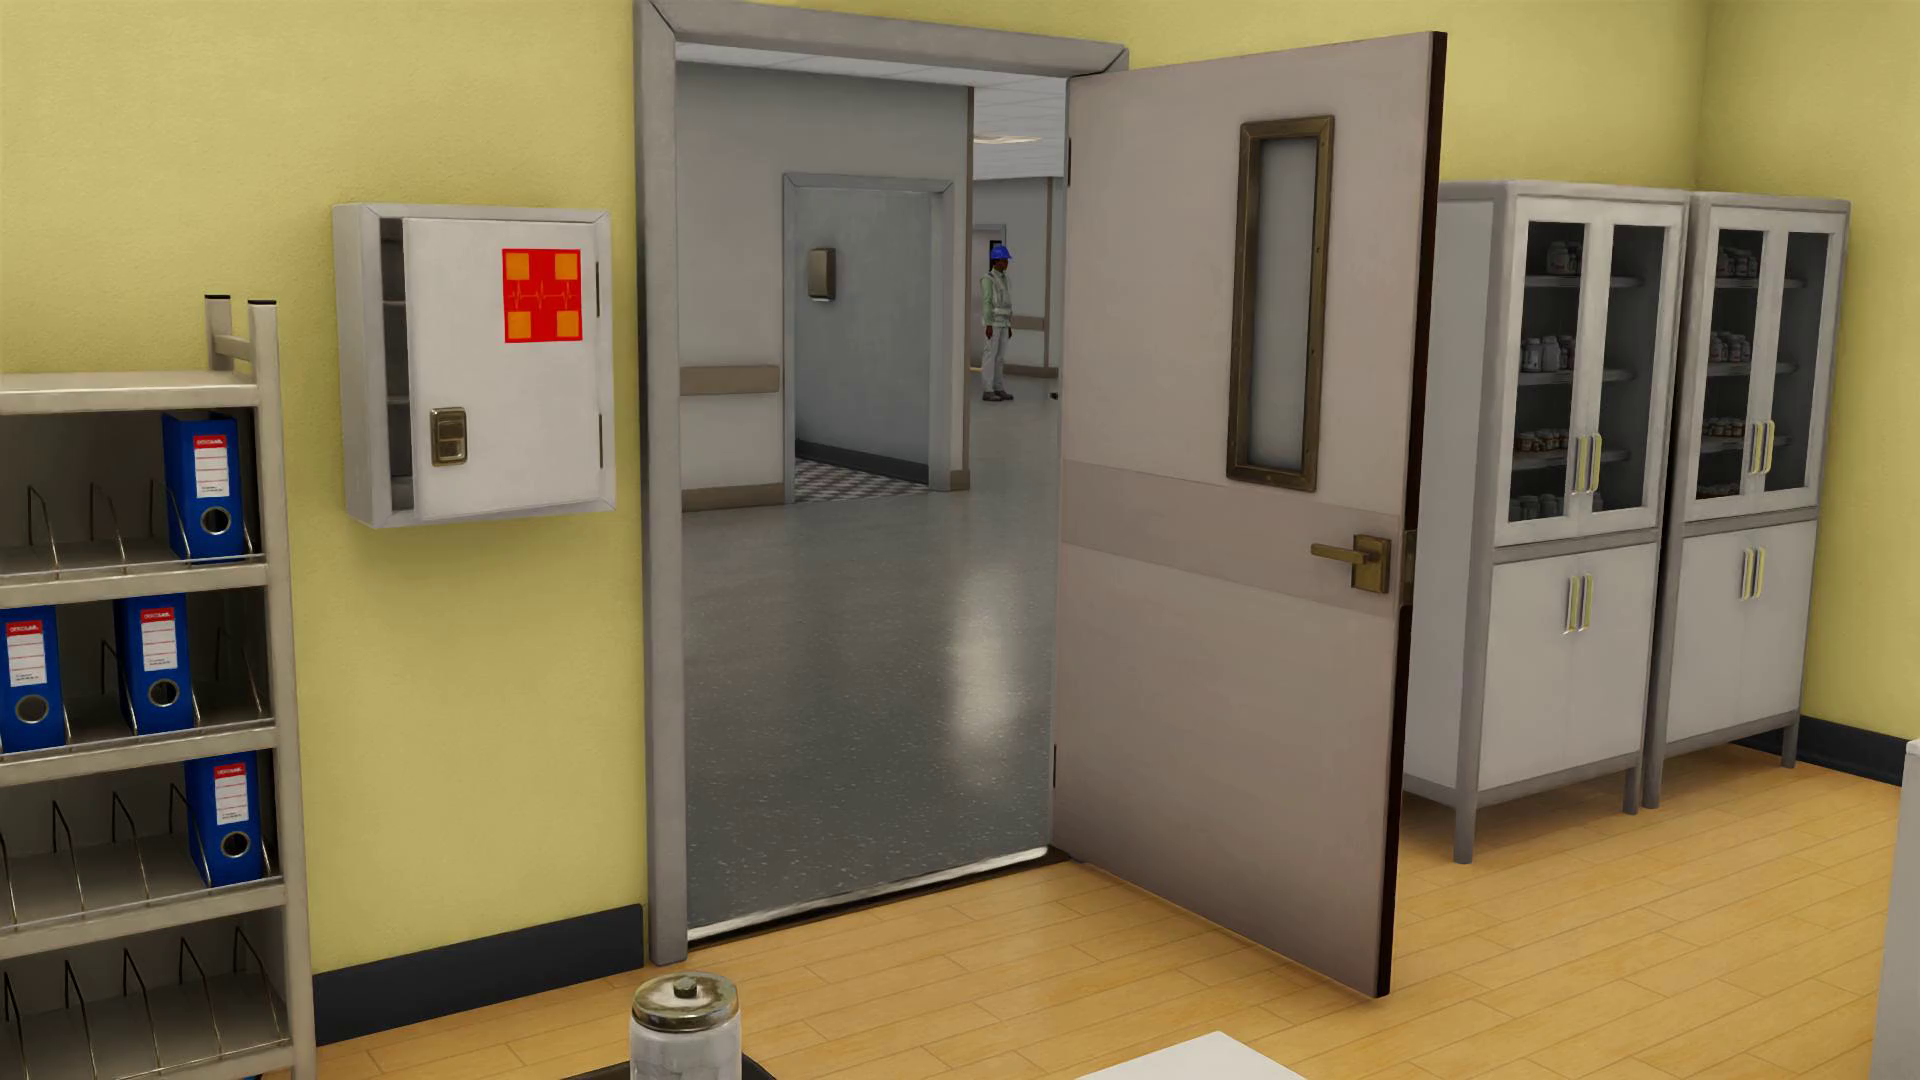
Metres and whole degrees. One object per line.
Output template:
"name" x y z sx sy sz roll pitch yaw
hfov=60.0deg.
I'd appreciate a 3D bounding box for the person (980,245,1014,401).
"person" 0.467 -2.724 20.945 0.381 1.951 0.605 6 11 28
